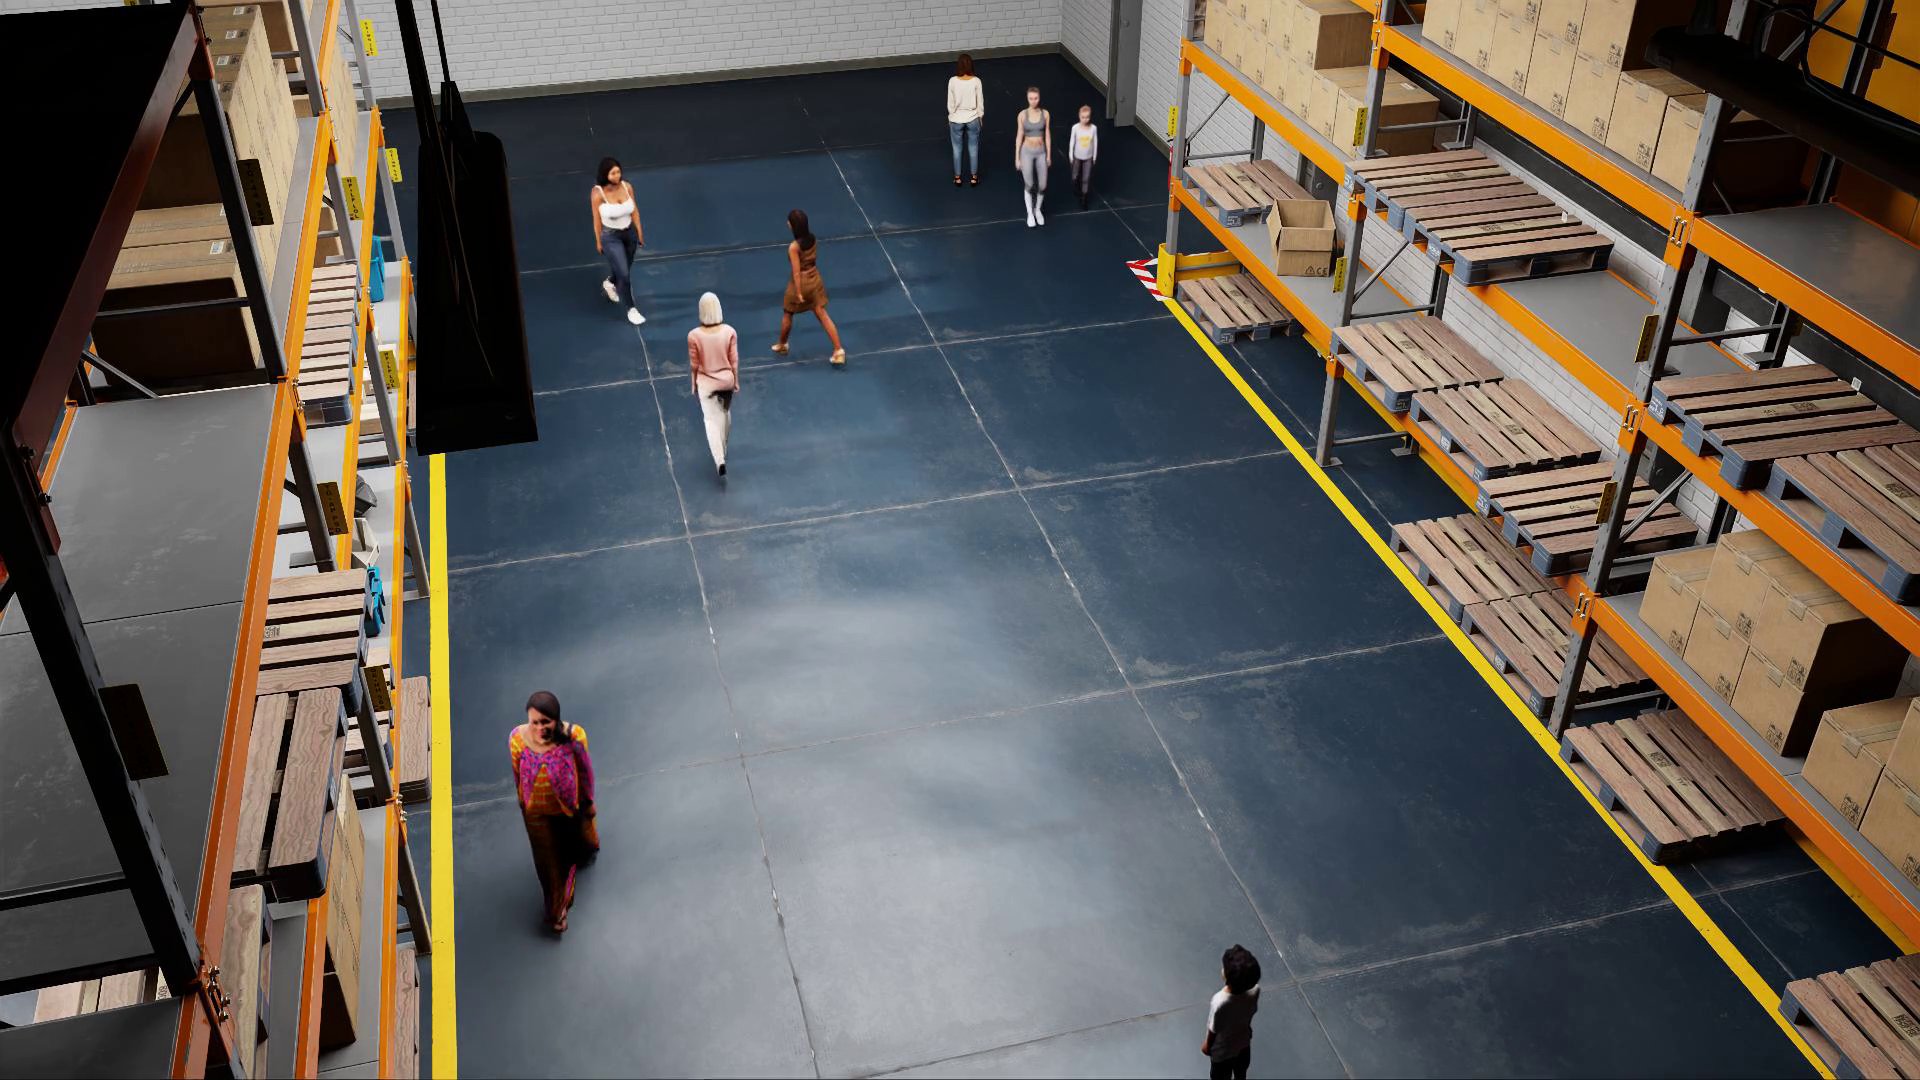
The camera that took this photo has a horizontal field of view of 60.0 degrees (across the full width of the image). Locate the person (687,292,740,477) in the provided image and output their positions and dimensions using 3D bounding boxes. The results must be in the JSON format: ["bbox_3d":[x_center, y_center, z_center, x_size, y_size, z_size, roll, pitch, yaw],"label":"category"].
[{"bbox_3d":[-2.195,-1.388,14.994,0.581,1.703,1.002,-8,35,-12],"label":"person"}]

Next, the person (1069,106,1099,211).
[{"bbox_3d":[1.515,-4.732,20.420,0.610,1.265,0.802,0,34,0],"label":"person"}]

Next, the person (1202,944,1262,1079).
[{"bbox_3d":[1.500,2.728,9.200,0.543,1.262,0.571,-19,38,-26],"label":"person"}]

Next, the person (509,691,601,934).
[{"bbox_3d":[-2.547,1.571,10.572,0.740,1.672,1.178,-5,34,-7],"label":"person"}]

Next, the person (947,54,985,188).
[{"bbox_3d":[0.067,-5.254,20.830,0.684,1.683,0.660,3,34,5],"label":"person"}]

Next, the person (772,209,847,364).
[{"bbox_3d":[-1.475,-2.497,16.718,1.116,1.643,1.039,18,38,25],"label":"person"}]

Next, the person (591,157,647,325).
[{"bbox_3d":[-3.682,-3.228,17.697,0.972,1.776,1.265,-26,41,-33],"label":"person"}]

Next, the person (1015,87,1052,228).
[{"bbox_3d":[0.867,-4.592,19.820,0.641,1.698,0.621,-3,34,-5],"label":"person"}]
